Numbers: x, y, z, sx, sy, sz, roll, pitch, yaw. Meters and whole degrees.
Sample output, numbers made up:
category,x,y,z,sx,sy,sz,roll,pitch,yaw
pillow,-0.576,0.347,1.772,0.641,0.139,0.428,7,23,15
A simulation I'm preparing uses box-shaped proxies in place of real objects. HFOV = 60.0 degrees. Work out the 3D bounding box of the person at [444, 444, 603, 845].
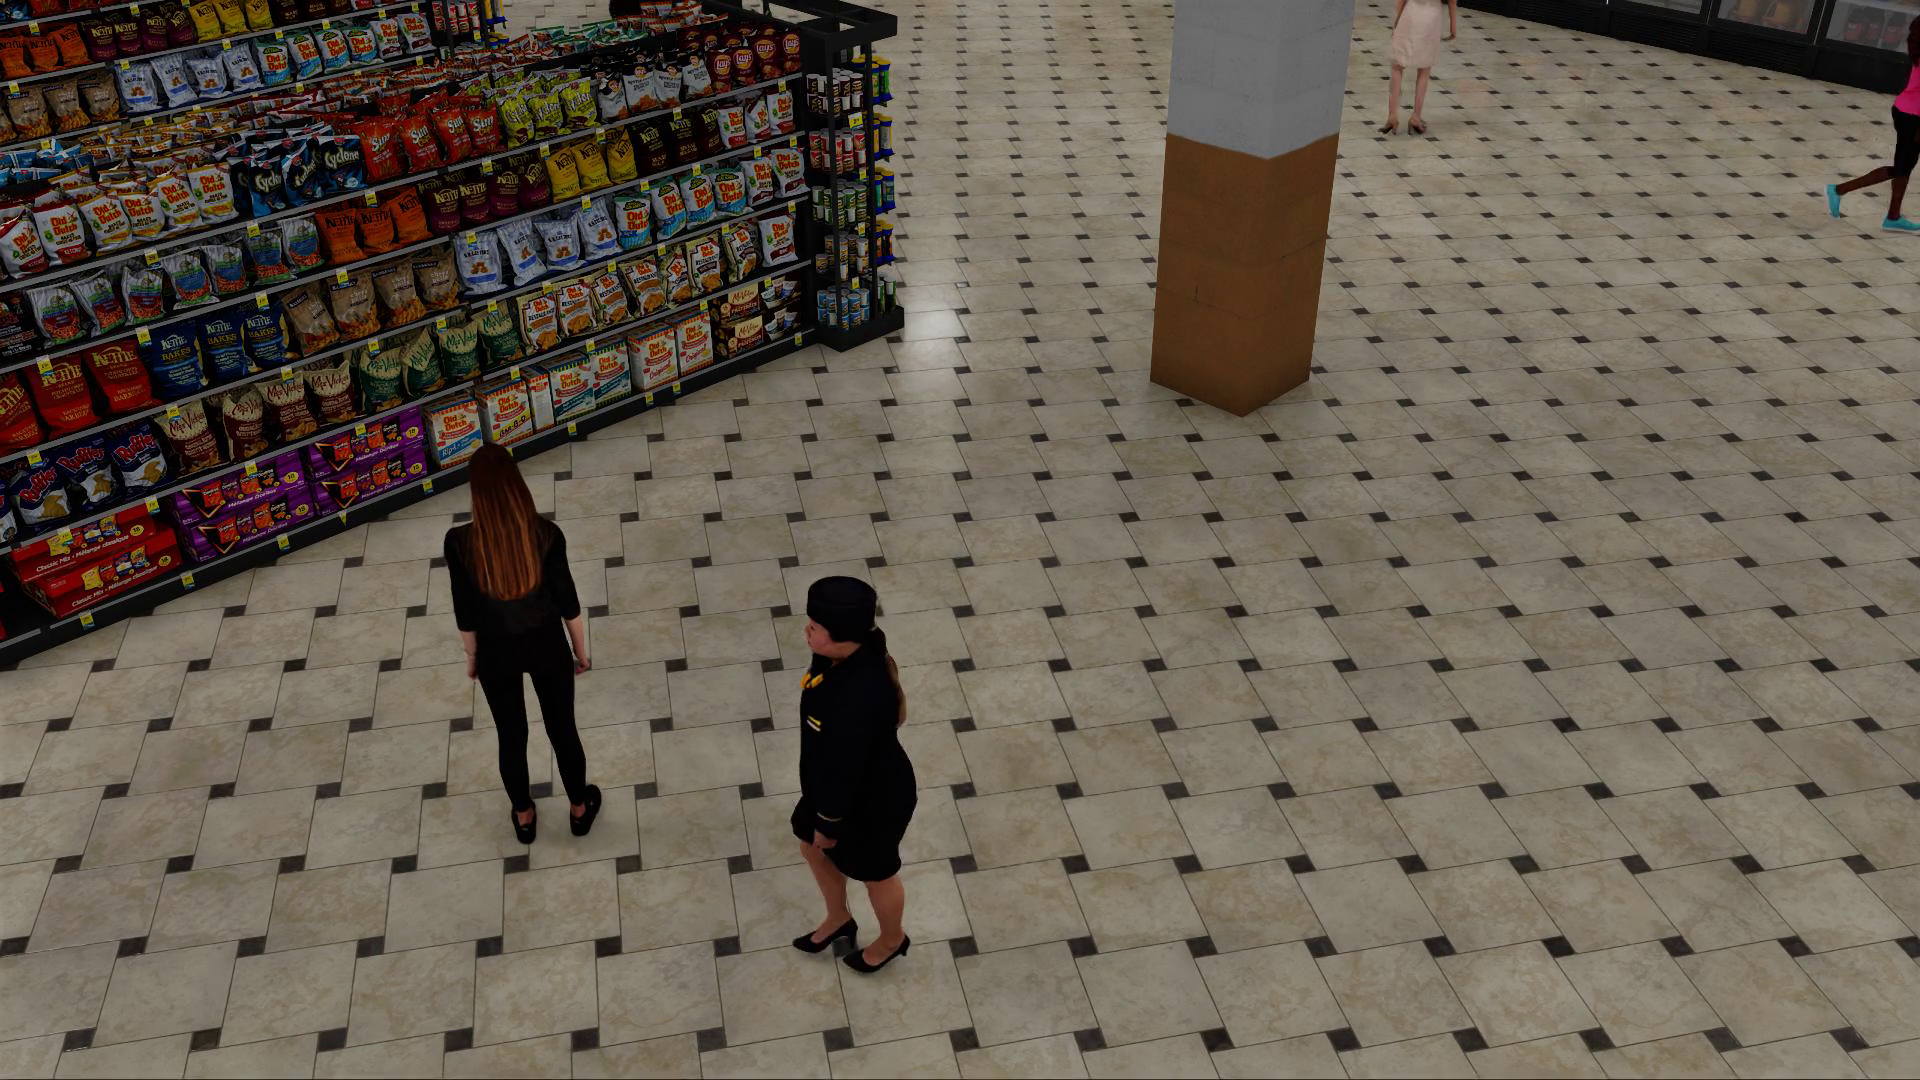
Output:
category,x,y,z,sx,sy,sz,roll,pitch,yaw
person,-1.667,0.423,6.323,0.658,1.709,0.754,-5,32,-8

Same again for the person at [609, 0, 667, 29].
category,x,y,z,sx,sy,sz,roll,pitch,yaw
person,-2.271,-3.486,12.399,0.757,1.926,1.091,27,41,36

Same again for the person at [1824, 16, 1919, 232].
category,x,y,z,sx,sy,sz,roll,pitch,yaw
person,6.692,-3.016,11.851,0.911,1.707,0.981,8,33,13

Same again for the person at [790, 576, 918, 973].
category,x,y,z,sx,sy,sz,roll,pitch,yaw
person,-0.271,0.851,5.680,0.912,1.662,0.868,-3,32,-5

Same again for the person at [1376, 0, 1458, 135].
category,x,y,z,sx,sy,sz,roll,pitch,yaw
person,3.814,-4.205,13.741,0.812,1.729,0.826,14,35,21
